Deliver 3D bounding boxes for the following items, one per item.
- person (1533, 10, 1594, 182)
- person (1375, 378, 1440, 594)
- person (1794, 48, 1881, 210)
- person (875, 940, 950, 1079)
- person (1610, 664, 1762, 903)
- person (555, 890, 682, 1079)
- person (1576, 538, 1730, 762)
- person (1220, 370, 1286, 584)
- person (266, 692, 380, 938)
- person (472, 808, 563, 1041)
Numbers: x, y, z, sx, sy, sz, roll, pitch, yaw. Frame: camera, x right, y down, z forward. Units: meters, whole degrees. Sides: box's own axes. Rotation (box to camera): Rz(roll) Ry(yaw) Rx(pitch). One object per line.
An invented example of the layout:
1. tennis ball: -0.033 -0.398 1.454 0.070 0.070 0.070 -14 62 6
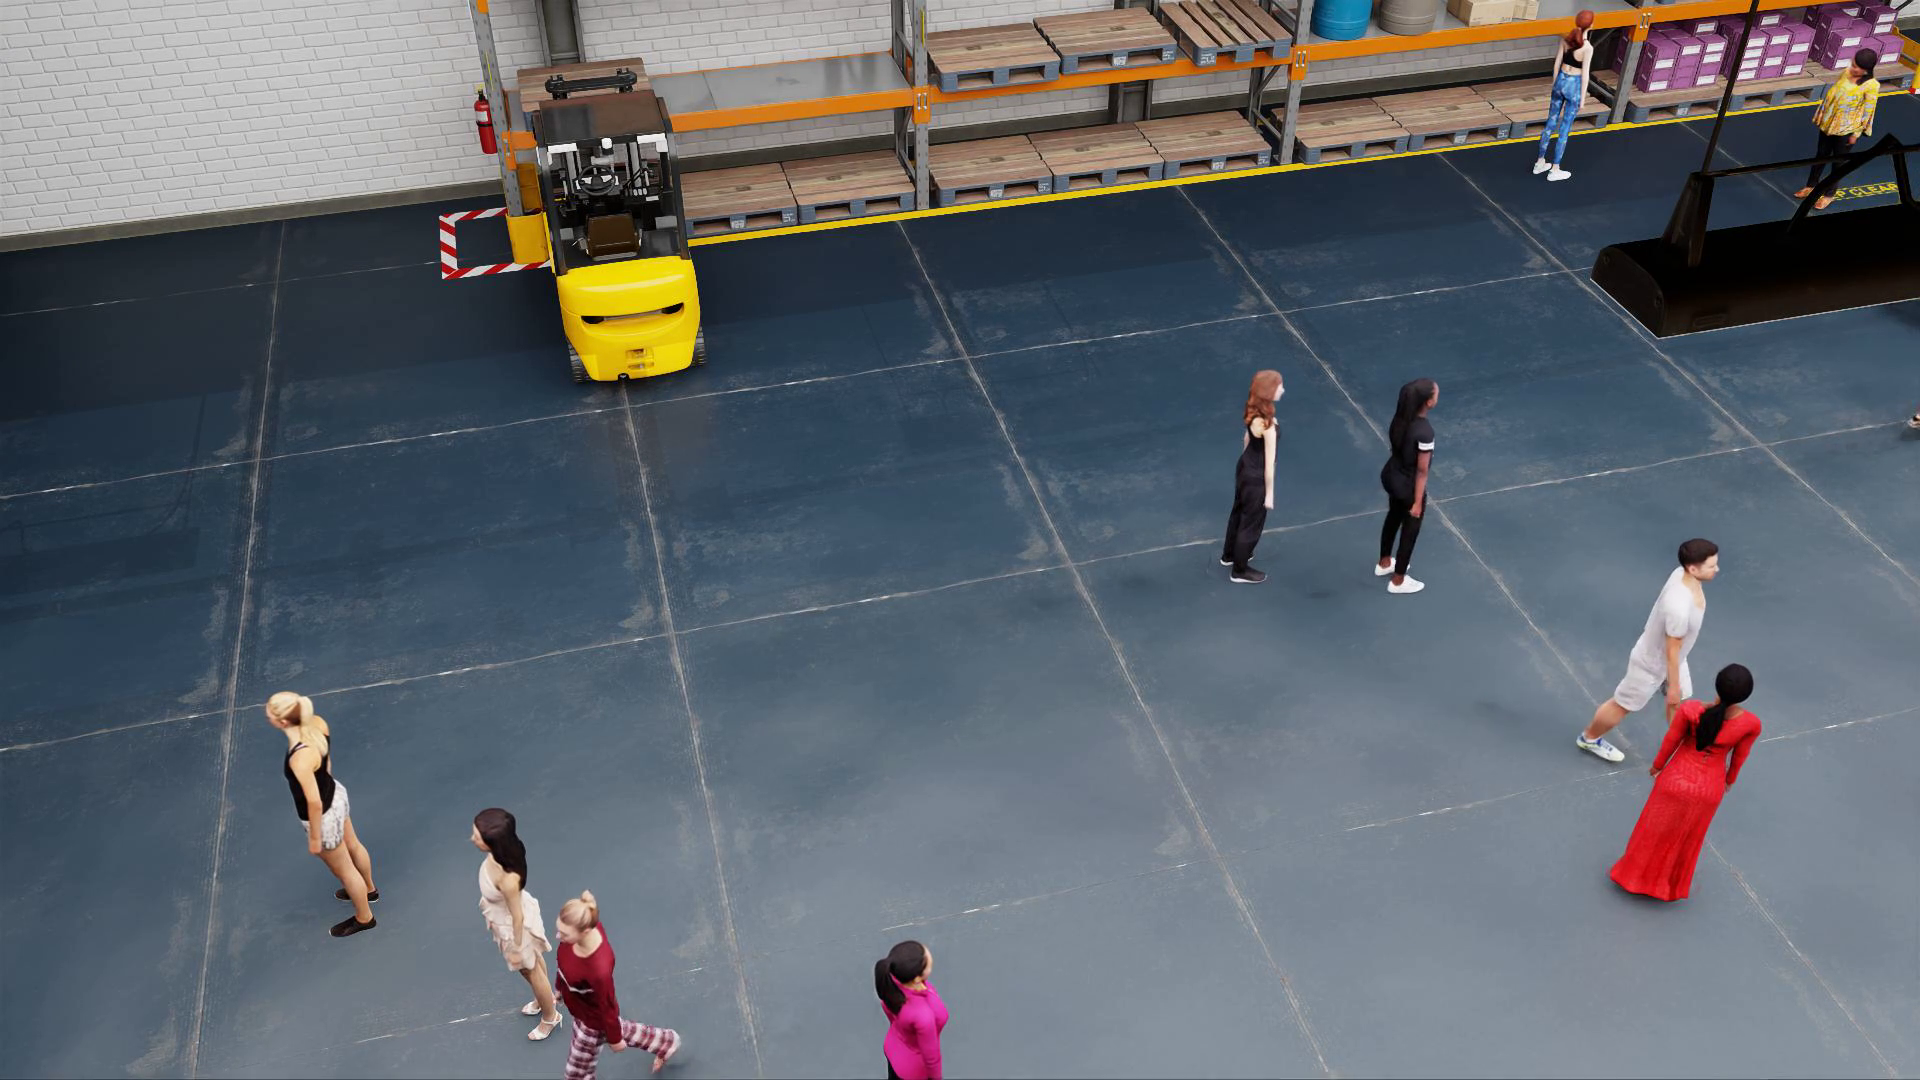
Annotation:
1. person: 6.226 -4.571 17.063 0.666 1.782 0.641 -21 43 -24
2. person: 3.144 -0.394 11.868 0.606 1.729 0.637 -8 39 -10
3. person: 8.802 -4.121 16.598 0.766 1.648 0.733 -14 41 -16
4. person: -0.247 2.551 8.212 0.643 1.698 0.645 -21 43 -24
5. person: 4.198 1.411 9.568 0.712 1.788 0.818 9 40 12
6. person: -1.817 2.345 8.482 1.044 1.673 0.740 -17 42 -20
7. person: 4.280 0.710 10.414 1.208 1.818 1.153 19 43 23
8. person: 2.105 -0.468 11.948 0.514 1.744 0.601 -7 39 -9
9. person: -3.581 1.514 9.384 0.578 1.846 0.637 -4 39 -5
10. person: -2.338 2.037 8.817 0.542 1.736 0.584 -13 40 -16
